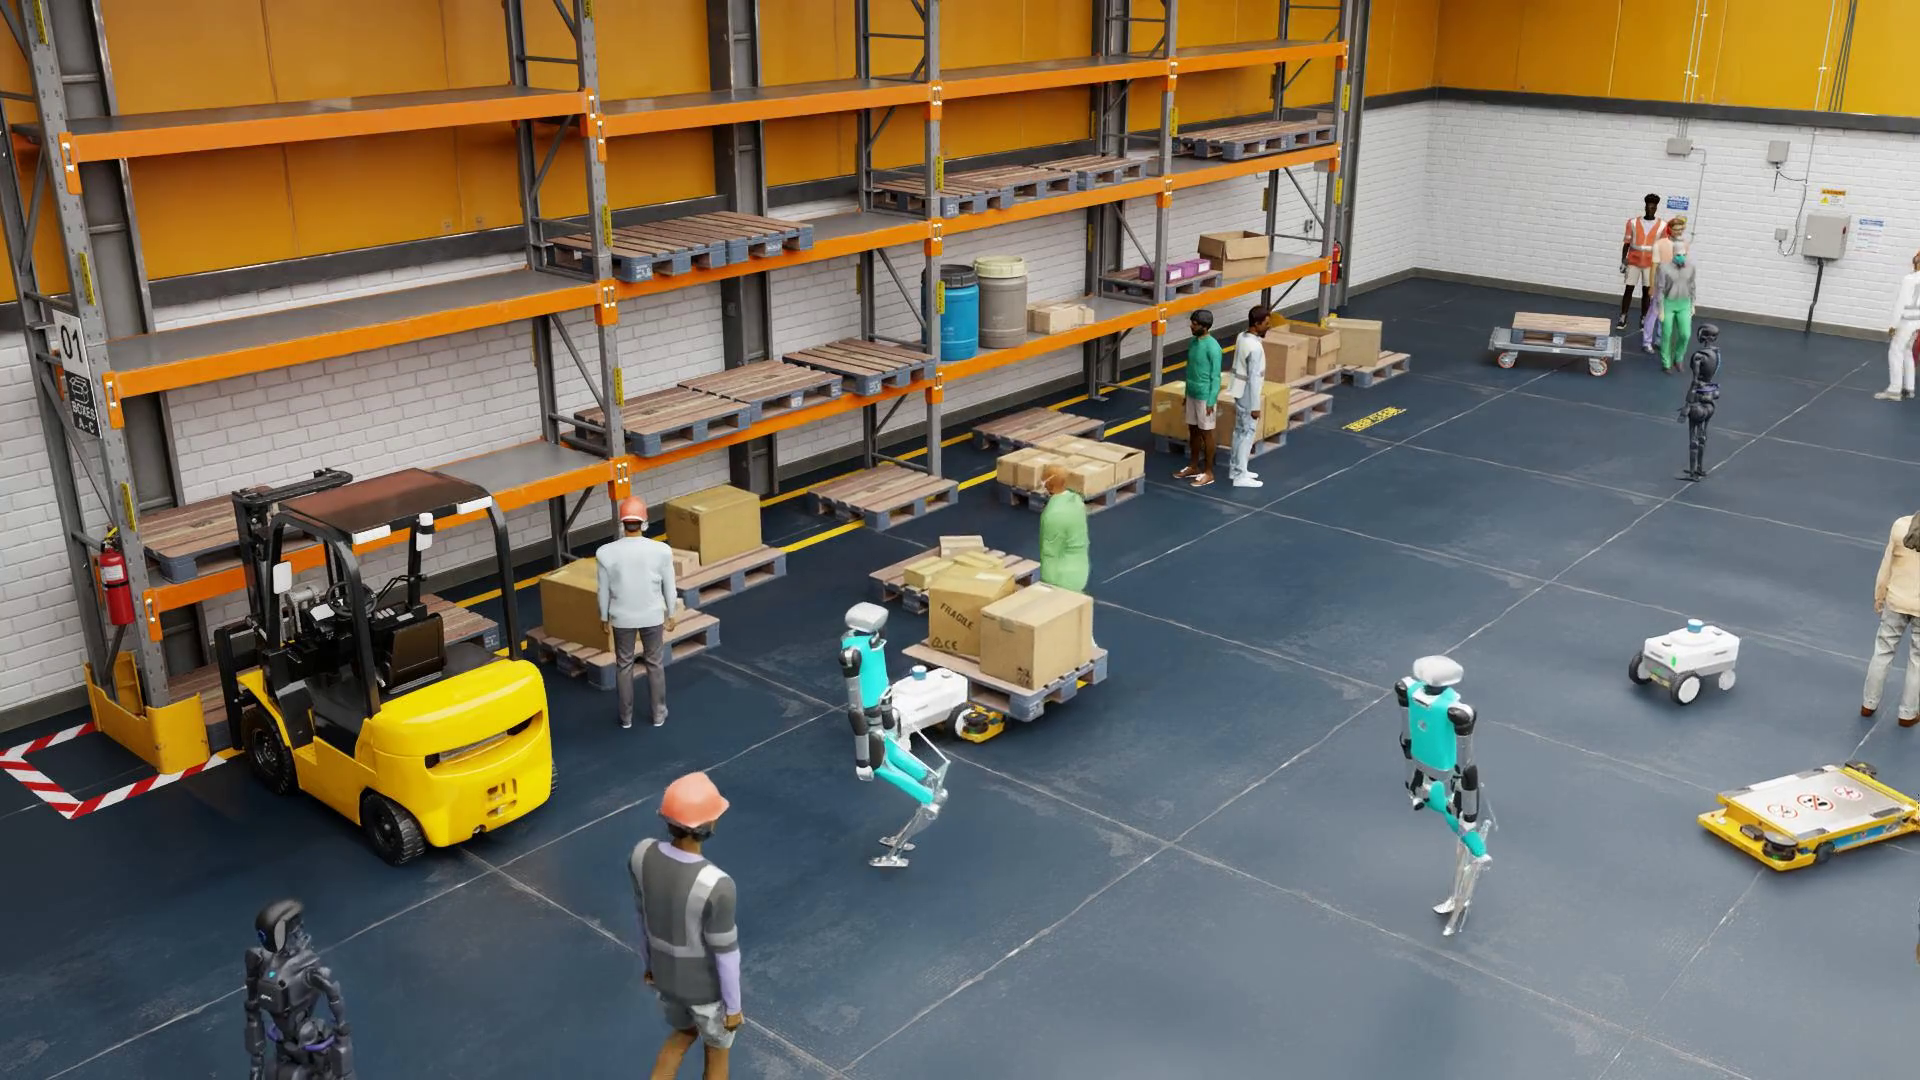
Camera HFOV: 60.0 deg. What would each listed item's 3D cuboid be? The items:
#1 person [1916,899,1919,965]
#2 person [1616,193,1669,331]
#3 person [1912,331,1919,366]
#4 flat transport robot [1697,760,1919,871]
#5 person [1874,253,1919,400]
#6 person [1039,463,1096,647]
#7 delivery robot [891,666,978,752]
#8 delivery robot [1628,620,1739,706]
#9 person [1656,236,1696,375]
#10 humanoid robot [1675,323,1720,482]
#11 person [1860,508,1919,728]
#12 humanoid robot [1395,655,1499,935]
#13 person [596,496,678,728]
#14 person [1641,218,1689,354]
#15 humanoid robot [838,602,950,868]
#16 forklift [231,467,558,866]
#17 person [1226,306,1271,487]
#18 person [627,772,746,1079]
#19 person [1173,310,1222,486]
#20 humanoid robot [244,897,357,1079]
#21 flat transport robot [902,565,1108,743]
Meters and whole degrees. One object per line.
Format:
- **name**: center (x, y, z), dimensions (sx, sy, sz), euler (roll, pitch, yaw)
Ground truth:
- **person**: center (4.870, 1.976, 7.902), dimensions (0.619, 1.877, 1.017), euler (10, 23, 25)
- **person**: center (9.818, -3.994, 23.924), dimensions (0.605, 1.966, 0.368), euler (8, 22, 21)
- **person**: center (12.616, -2.993, 21.518), dimensions (0.521, 1.759, 0.408), euler (14, 24, 33)
- **flat transport robot**: center (5.561, 1.773, 10.747), dimensions (1.431, 0.231, 0.659), euler (-9, 22, -22)
- **person**: center (11.633, -2.618, 20.365), dimensions (0.624, 1.864, 0.372), euler (-12, 24, -30)
- **person**: center (0.813, 0.273, 12.651), dimensions (0.470, 1.761, 0.593), euler (12, 23, 28)
- **delivery robot**: center (-0.281, 1.187, 11.916), dimensions (0.789, 0.590, 0.499), euler (-17, 26, -39)
- **delivery robot**: center (5.552, 0.904, 12.689), dimensions (0.783, 0.595, 0.499), euler (-9, 22, -22)
- **person**: center (9.259, -3.032, 21.516), dimensions (0.547, 1.827, 0.442), euler (2, 20, 5)
- **humanoid robot**: center (7.748, -1.450, 17.426), dimensions (0.315, 1.657, 0.599), euler (18, 27, 40)
- **person**: center (6.904, 0.462, 12.005), dimensions (0.564, 1.869, 0.393), euler (15, 25, 35)
- **humanoid robot**: center (2.871, 1.438, 9.540), dimensions (0.811, 1.754, 0.530), euler (-12, 23, -29)
- **person**: center (-2.323, 0.523, 12.010), dimensions (0.572, 1.739, 0.351), euler (-4, 21, -10)
- **person**: center (9.609, -3.472, 22.682), dimensions (0.569, 1.843, 0.374), euler (-8, 22, -21)
- **humanoid robot**: center (-0.338, 1.198, 9.992), dimensions (0.735, 1.677, 0.533), euler (6, 21, 16)
- **forklift**: center (-3.730, 0.710, 10.856), dimensions (2.313, 2.155, 1.214), euler (17, 26, 38)
- **person**: center (2.981, -1.483, 17.212), dimensions (0.410, 1.907, 0.597), euler (-2, 20, -4)
- **person**: center (-1.259, 2.005, 7.573), dimensions (0.614, 2.029, 0.605), euler (13, 24, 31)
- **person**: center (2.521, -1.490, 17.307), dimensions (0.377, 1.847, 0.506), euler (-10, 22, -24)
- **humanoid robot**: center (-2.867, 2.306, 7.367), dimensions (0.601, 1.645, 0.782), euler (8, 22, 21)
- **flat transport robot**: center (0.334, 1.122, 12.511), dimensions (0.659, 0.231, 1.431), euler (16, 26, 37)
